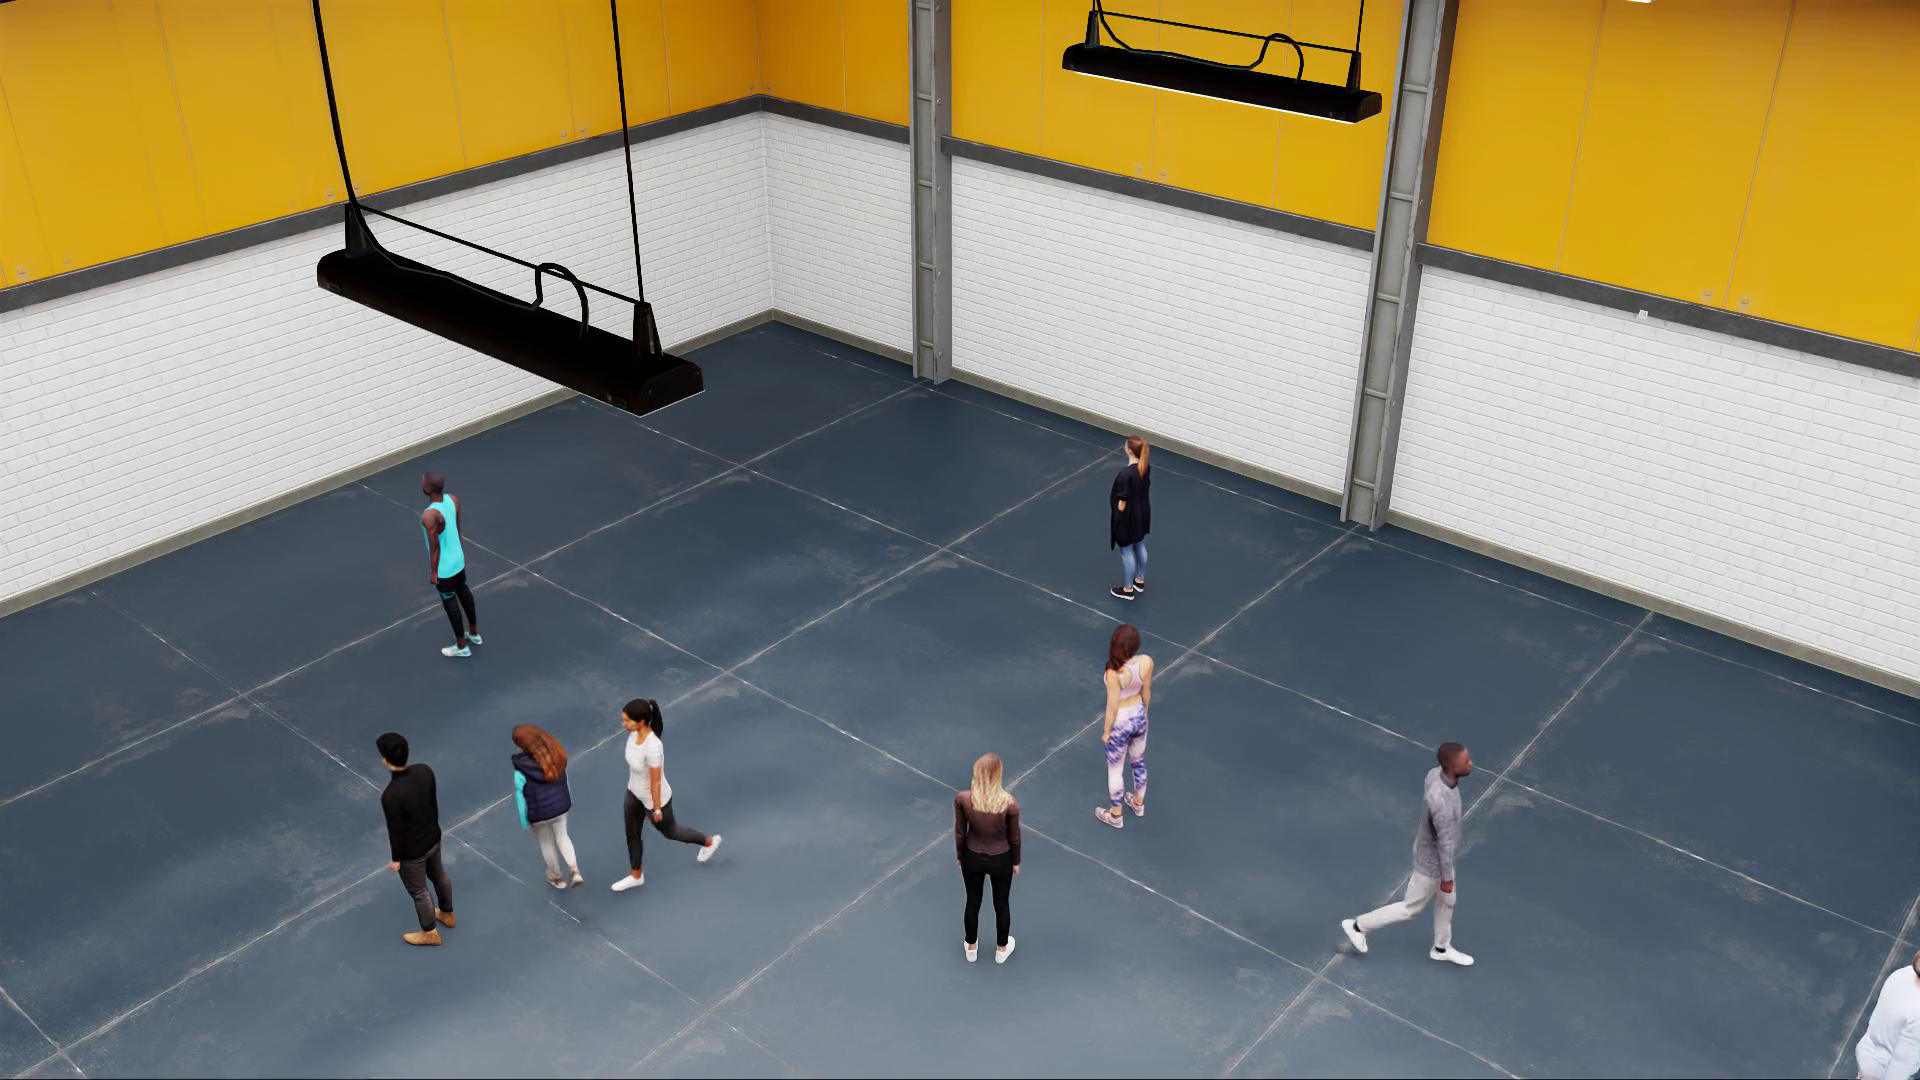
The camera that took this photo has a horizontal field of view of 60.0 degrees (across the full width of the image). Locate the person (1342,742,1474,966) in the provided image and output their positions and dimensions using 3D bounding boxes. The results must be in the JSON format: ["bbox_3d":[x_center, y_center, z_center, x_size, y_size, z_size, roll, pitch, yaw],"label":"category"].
[{"bbox_3d":[3.106,2.159,11.303,1.235,1.805,0.940,9,30,17],"label":"person"}]

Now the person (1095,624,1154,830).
[{"bbox_3d":[1.274,1.409,12.718,0.660,1.767,0.625,-17,33,-29],"label":"person"}]

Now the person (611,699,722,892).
[{"bbox_3d":[-2.160,1.834,12.103,0.855,1.610,1.082,-17,33,-29],"label":"person"}]

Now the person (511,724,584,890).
[{"bbox_3d":[-2.949,1.968,11.993,0.639,1.480,0.764,-21,35,-33],"label":"person"}]

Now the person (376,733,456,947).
[{"bbox_3d":[-3.779,2.068,11.555,0.658,1.722,0.710,11,30,19],"label":"person"}]

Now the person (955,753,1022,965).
[{"bbox_3d":[0.186,2.184,11.362,0.616,1.704,0.736,4,29,8],"label":"person"}]

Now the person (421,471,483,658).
[{"bbox_3d":[-4.573,0.207,14.875,0.648,1.811,0.682,9,30,17],"label":"person"}]

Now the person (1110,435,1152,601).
[{"bbox_3d":[1.642,-0.225,15.801,0.574,1.683,0.639,25,37,38],"label":"person"}]
